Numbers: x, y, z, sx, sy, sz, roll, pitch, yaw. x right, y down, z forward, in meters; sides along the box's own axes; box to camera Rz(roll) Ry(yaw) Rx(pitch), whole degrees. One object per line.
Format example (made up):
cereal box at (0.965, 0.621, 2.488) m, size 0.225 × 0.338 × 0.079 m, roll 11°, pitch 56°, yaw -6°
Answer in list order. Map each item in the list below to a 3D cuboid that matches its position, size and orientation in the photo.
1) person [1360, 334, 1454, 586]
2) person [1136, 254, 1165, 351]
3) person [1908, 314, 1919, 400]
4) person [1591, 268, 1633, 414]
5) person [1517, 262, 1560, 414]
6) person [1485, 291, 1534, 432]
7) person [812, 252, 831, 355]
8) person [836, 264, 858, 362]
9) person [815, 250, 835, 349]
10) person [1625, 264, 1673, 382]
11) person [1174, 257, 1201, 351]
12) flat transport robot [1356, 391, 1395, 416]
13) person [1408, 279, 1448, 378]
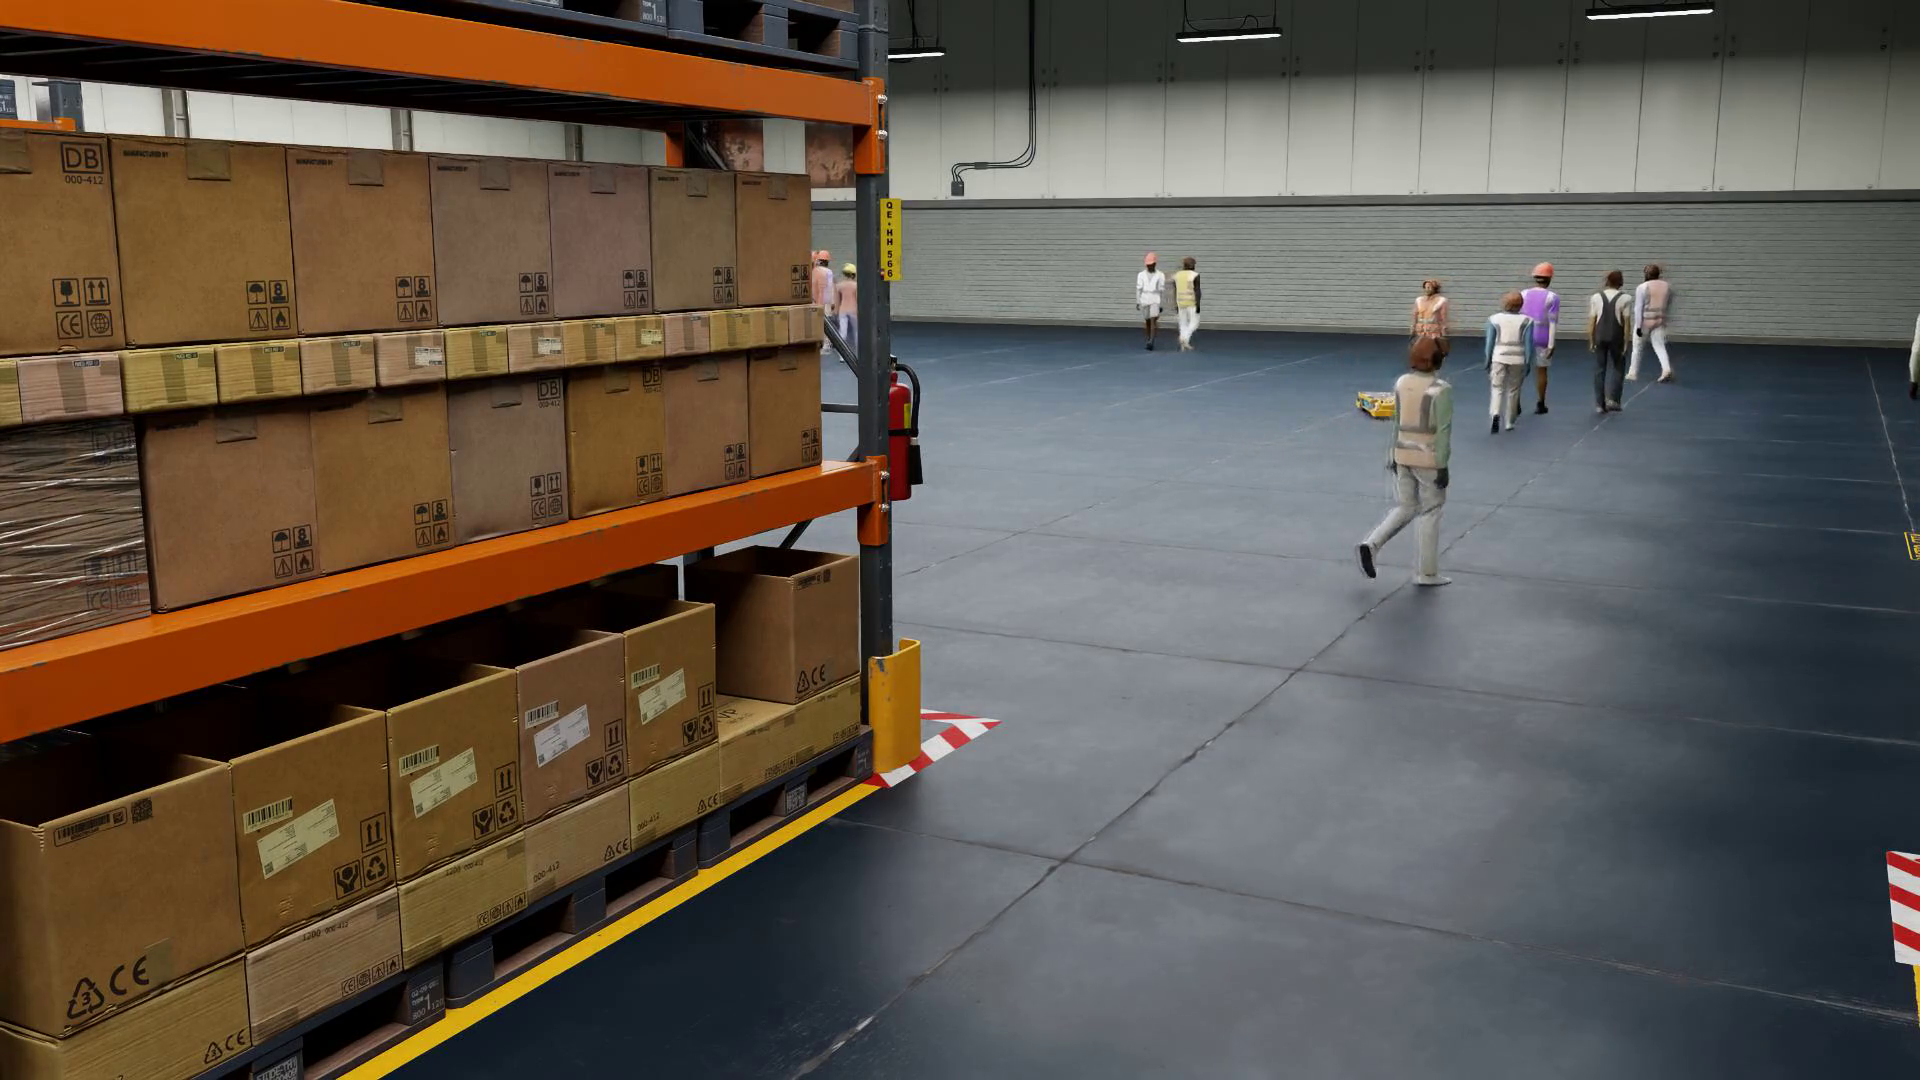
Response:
person at (2.872, -0.491, 10.550) m, size 0.576 × 1.619 × 0.524 m, roll -5°, pitch 11°, yaw -24°
person at (3.739, -4.657, 32.617) m, size 0.537 × 1.881 × 1.032 m, roll 4°, pitch 11°, yaw 21°
person at (8.681, -1.408, 14.570) m, size 0.653 × 1.978 × 0.623 m, roll 7°, pitch 13°, yaw 35°
person at (8.207, -2.500, 20.976) m, size 0.508 × 1.829 × 0.562 m, roll 7°, pitch 12°, yaw 33°
person at (7.149, -2.497, 20.707) m, size 0.545 × 1.916 × 0.813 m, roll 8°, pitch 13°, yaw 36°
person at (6.245, -2.028, 18.955) m, size 0.524 × 1.614 × 0.700 m, roll 4°, pitch 11°, yaw 23°
person at (-2.795, -4.404, 31.053) m, size 0.620 × 1.928 × 1.060 m, roll 8°, pitch 13°, yaw 36°
person at (-1.938, -4.032, 29.590) m, size 0.543 × 1.711 × 0.895 m, roll 3°, pitch 11°, yaw 18°
person at (-2.690, -4.753, 32.945) m, size 0.545 × 1.938 × 0.361 m, roll 8°, pitch 13°, yaw 35°
person at (10.645, -3.330, 25.562) m, size 0.625 × 1.815 × 0.915 m, roll -2°, pitch 11°, yaw -10°
person at (4.405, -4.554, 32.179) m, size 0.469 × 1.831 × 0.628 m, roll -9°, pitch 14°, yaw -41°
flat transport robot at (5.431, -1.718, 20.941) m, size 0.652 × 0.197 × 1.431 m, roll 1°, pitch 10°, yaw 4°
person at (6.706, -2.920, 23.821) m, size 0.524 × 1.625 × 0.394 m, roll 10°, pitch 14°, yaw 43°
